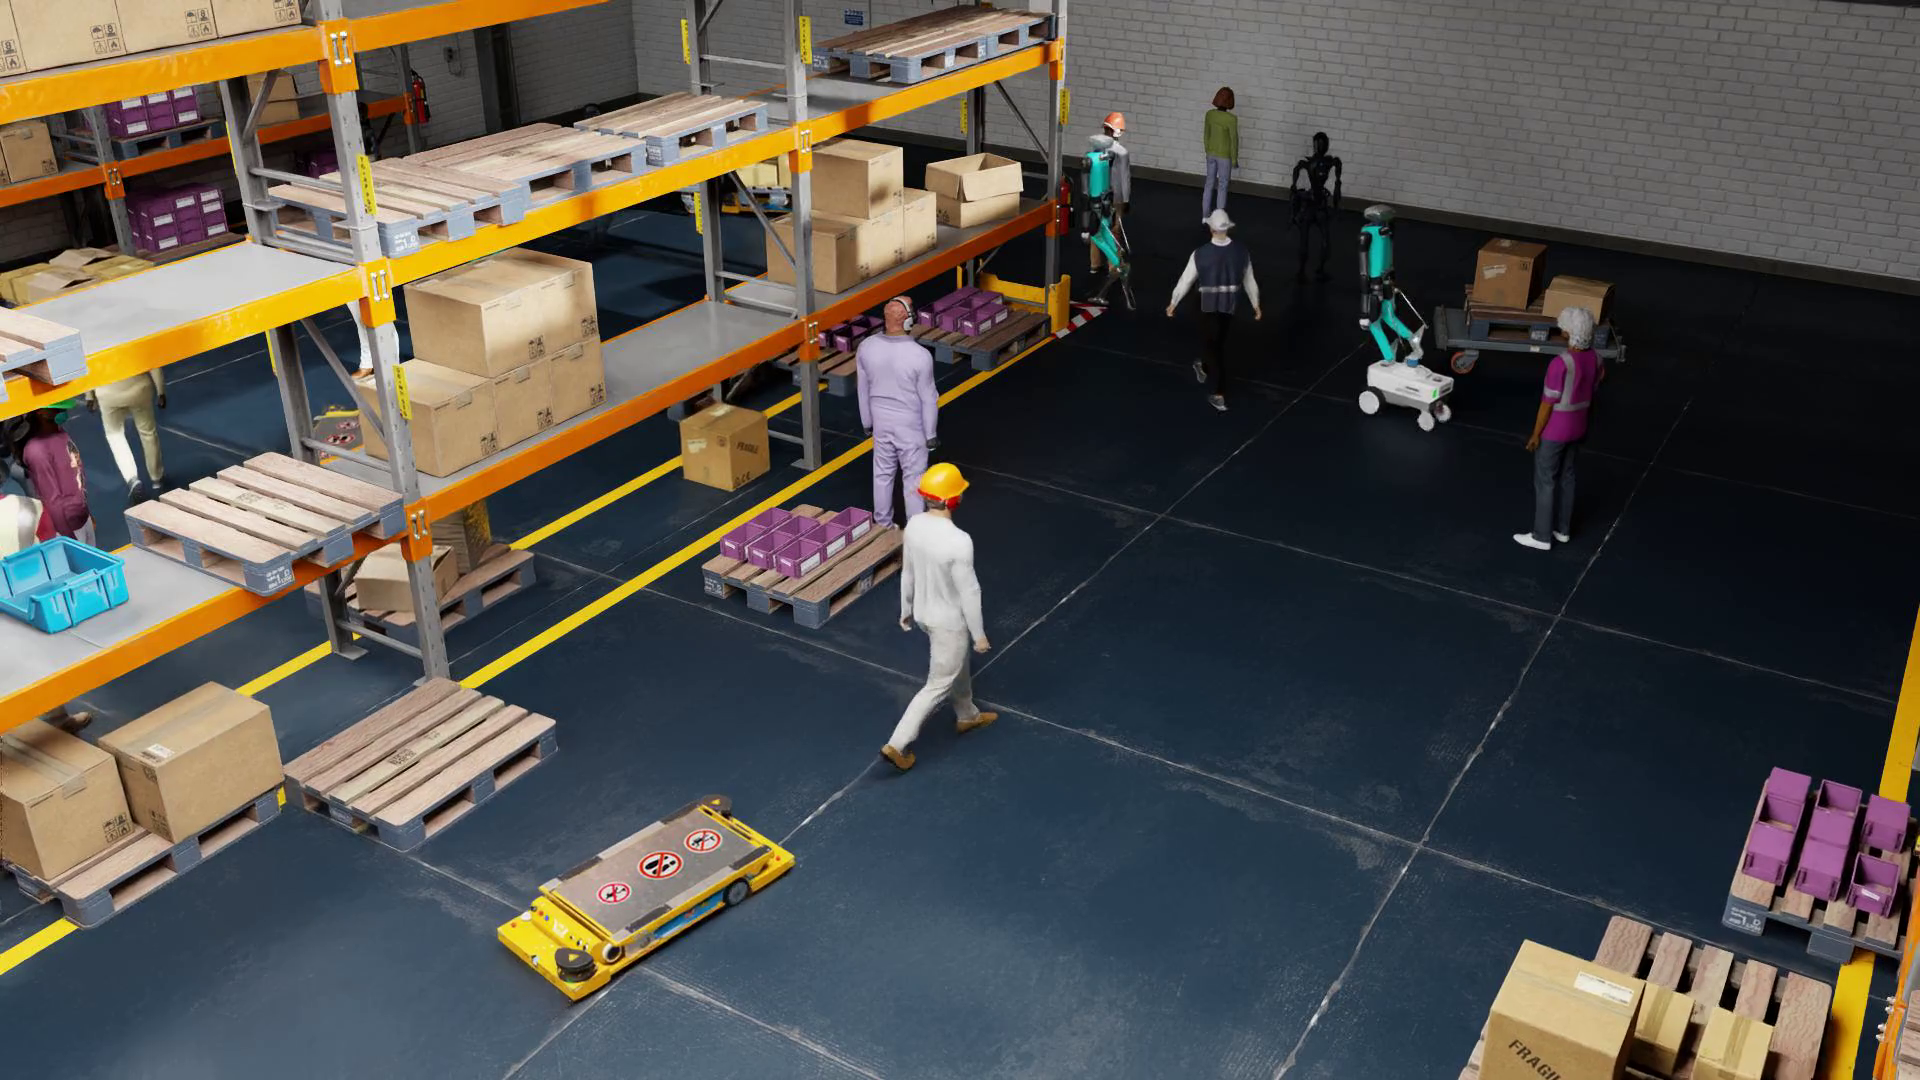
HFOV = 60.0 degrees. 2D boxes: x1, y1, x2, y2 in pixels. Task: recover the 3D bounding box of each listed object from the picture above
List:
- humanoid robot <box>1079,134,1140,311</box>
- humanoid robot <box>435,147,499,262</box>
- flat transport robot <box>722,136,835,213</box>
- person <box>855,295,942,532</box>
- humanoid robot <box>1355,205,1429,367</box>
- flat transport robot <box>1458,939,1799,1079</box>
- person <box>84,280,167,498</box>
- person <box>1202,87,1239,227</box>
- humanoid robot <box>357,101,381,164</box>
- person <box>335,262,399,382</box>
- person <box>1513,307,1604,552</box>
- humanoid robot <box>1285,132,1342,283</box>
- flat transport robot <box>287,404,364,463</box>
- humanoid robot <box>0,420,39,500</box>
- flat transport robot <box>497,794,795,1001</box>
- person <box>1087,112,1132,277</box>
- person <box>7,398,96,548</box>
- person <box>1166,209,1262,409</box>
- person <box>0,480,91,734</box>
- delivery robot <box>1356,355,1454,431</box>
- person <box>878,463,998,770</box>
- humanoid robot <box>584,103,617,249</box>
[{"bbox_3d":[1.589,-3.115,16.826,0.779,1.888,0.548,18,32,32],"label":"humanoid robot"},{"bbox_3d":[-4.776,-3.143,16.790,0.546,1.764,0.947,24,35,38],"label":"humanoid robot"},{"bbox_3d":[-2.150,-4.170,20.415,1.431,0.231,0.659,3,27,6],"label":"flat transport robot"},{"bbox_3d":[-0.421,-0.841,12.048,0.640,1.910,0.404,16,31,28],"label":"person"},{"bbox_3d":[3.794,-1.976,14.512,0.798,1.799,0.536,21,34,36],"label":"humanoid robot"},{"bbox_3d":[2.872,2.513,7.246,0.659,0.231,1.431,16,31,28],"label":"flat transport robot"},{"bbox_3d":[-6.446,-1.156,12.849,0.594,1.735,0.562,-13,30,-24],"label":"person"},{"bbox_3d":[3.065,-4.495,19.545,0.286,1.633,0.499,-21,34,-35],"label":"person"},{"bbox_3d":[-6.783,-4.105,18.745,0.593,1.640,0.577,16,31,28],"label":"humanoid robot"},{"bbox_3d":[-5.360,-2.332,14.954,0.628,1.937,0.373,13,29,23],"label":"person"},{"bbox_3d":[4.367,-0.807,12.057,0.518,1.838,0.331,-16,31,-28],"label":"person"},{"bbox_3d":[3.747,-3.509,17.564,0.612,1.630,0.409,-5,27,-9],"label":"humanoid robot"},{"bbox_3d":[-5.080,-0.760,13.694,0.659,0.231,1.431,-2,27,-4],"label":"flat transport robot"},{"bbox_3d":[-6.785,-0.572,11.818,0.598,1.624,0.779,-6,28,-12],"label":"humanoid robot"},{"bbox_3d":[-1.606,1.814,8.623,0.659,0.231,1.431,23,35,37],"label":"flat transport robot"},{"bbox_3d":[1.619,-3.706,17.868,0.562,1.742,0.335,24,35,39],"label":"person"},{"bbox_3d":[-5.676,-0.124,10.595,0.432,1.944,0.488,-6,28,-12],"label":"person"},{"bbox_3d":[2.230,-2.087,14.707,0.782,1.706,0.912,-7,28,-13],"label":"person"},{"bbox_3d":[-5.577,0.348,9.805,0.661,1.826,0.432,-15,30,-27],"label":"person"},{"bbox_3d":[3.901,-1.315,14.460,0.767,0.583,0.499,24,35,39],"label":"delivery robot"},{"bbox_3d":[-0.132,0.436,9.583,0.908,1.863,0.575,-19,32,-32],"label":"person"},{"bbox_3d":[-4.104,-4.079,18.690,0.425,1.642,0.589,-7,28,-13],"label":"humanoid robot"}]
